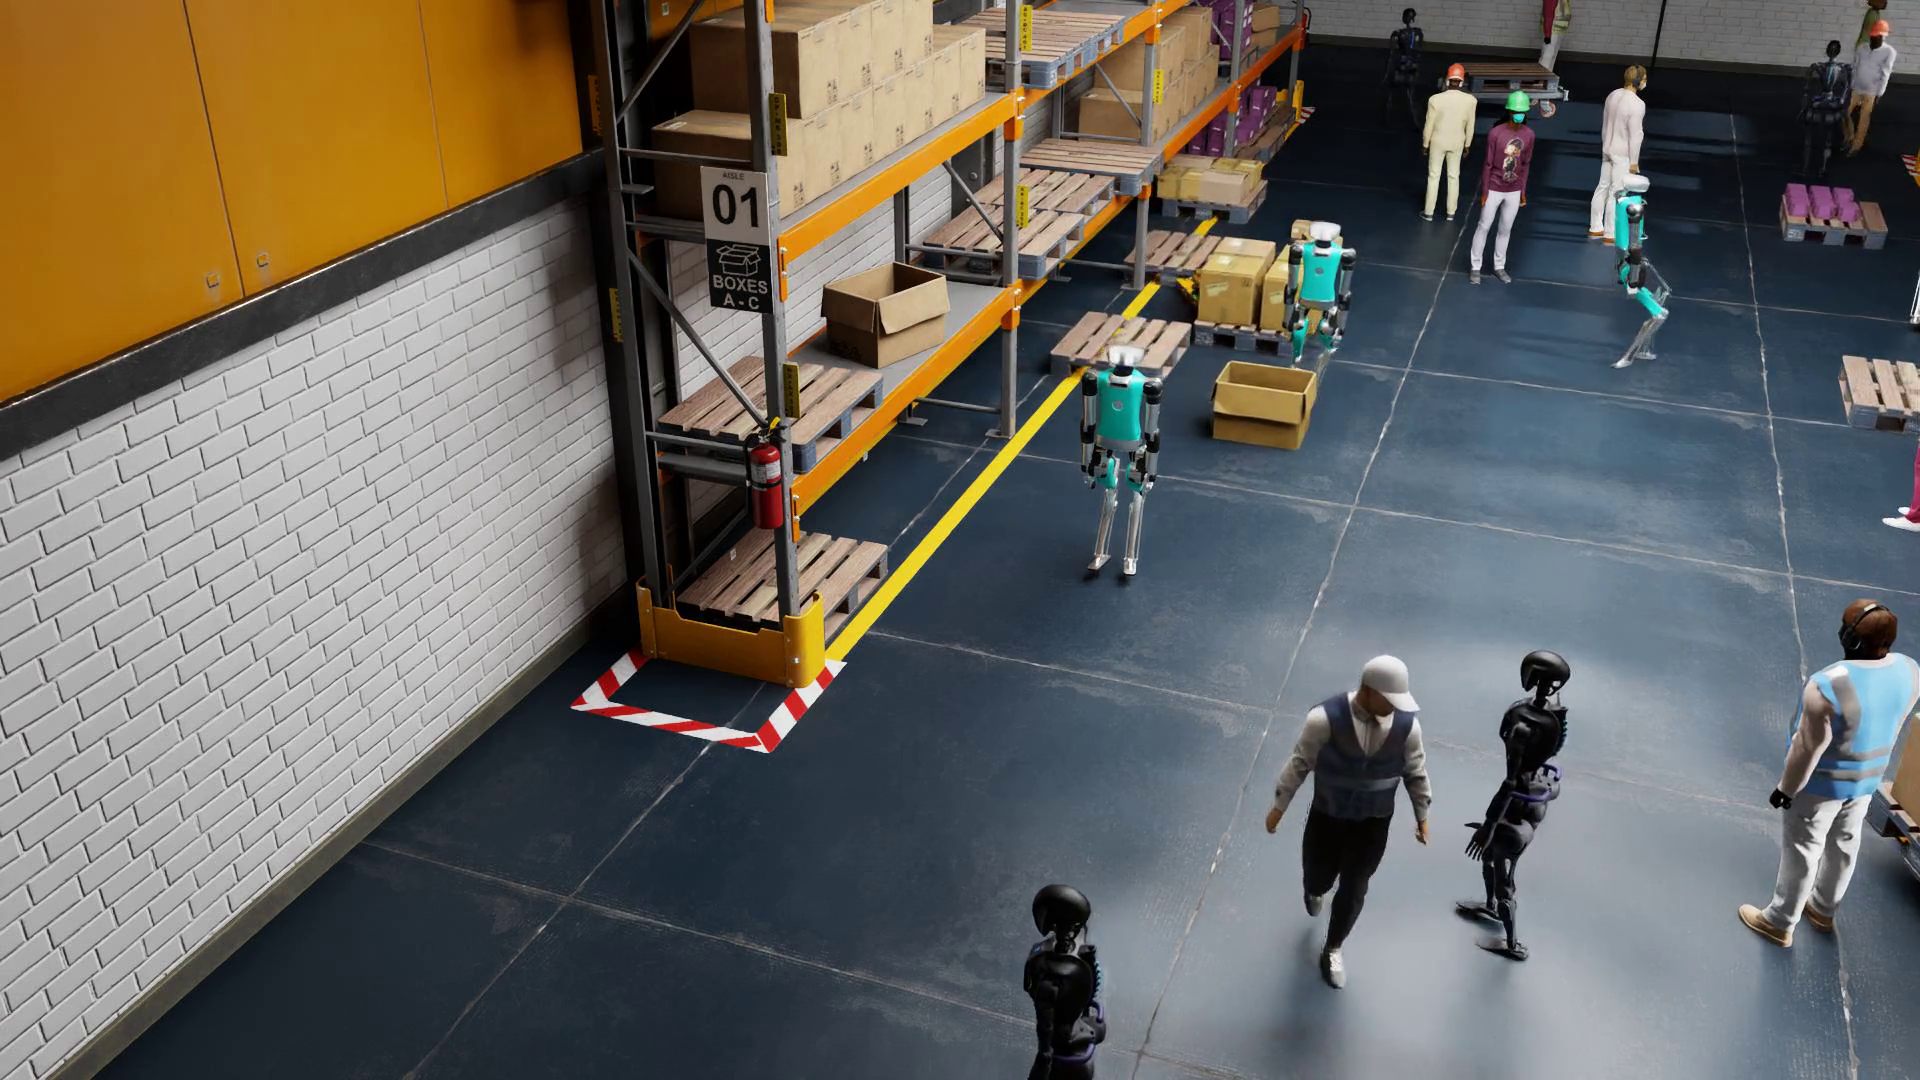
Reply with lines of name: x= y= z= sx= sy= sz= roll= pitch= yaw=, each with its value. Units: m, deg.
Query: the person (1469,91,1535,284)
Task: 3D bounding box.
person: x=5.501 y=-3.571 z=16.844 sx=0.488 sy=1.953 sz=0.418 roll=-2 pitch=27 yaw=-3

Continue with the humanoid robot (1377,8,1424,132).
humanoid robot: x=6.079 y=-6.401 z=22.682 sx=0.590 sy=1.638 sz=0.752 roll=-11 pitch=29 yaw=-21

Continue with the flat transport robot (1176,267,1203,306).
flat transport robot: x=2.953 y=-2.569 z=16.733 sx=1.431 sy=0.231 sz=0.659 roll=-5 pitch=28 yaw=-9

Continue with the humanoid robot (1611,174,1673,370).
humanoid robot: x=6.126 y=-2.349 z=14.691 sx=0.885 sy=1.765 sz=0.592 roll=3 pitch=27 yaw=6

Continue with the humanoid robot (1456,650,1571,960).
humanoid robot: x=2.594 y=1.237 z=7.815 sx=0.420 sy=1.655 sz=0.585 roll=18 pitch=32 yaw=30

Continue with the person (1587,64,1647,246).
person: x=7.151 y=-4.166 z=18.012 sx=0.373 sy=1.940 sz=0.630 roll=-6 pitch=28 yaw=-11

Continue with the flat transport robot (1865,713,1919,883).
flat transport robot: x=5.342 y=1.759 z=8.339 sx=0.659 sy=0.231 sz=1.431 roll=-1 pitch=27 yaw=-1

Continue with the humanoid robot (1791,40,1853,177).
humanoid robot: x=10.694 y=-5.325 z=20.554 sx=0.599 sy=1.639 sz=0.323 roll=13 pitch=30 yaw=23

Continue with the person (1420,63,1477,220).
person: x=5.522 y=-4.516 z=18.889 sx=0.572 sy=1.748 sz=0.342 roll=1 pitch=27 yaw=1

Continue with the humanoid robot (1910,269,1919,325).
humanoid robot: x=9.252 y=-2.830 z=15.497 sx=0.533 sy=1.673 sz=0.735 roll=10 pitch=29 yaw=19

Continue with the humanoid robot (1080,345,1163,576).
humanoid robot: x=1.110 y=-0.592 z=11.147 sx=0.533 sy=1.681 sz=0.735 roll=8 pitch=28 yaw=16

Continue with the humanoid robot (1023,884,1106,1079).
humanoid robot: x=0.446 y=1.987 z=6.361 sx=0.474 sy=1.639 sz=0.589 roll=8 pitch=28 yaw=14

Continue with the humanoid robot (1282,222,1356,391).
humanoid robot: x=2.929 y=-1.821 z=13.690 sx=0.535 sy=1.749 sz=0.885 roll=7 pitch=28 yaw=13

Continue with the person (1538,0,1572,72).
person: x=8.828 y=-7.567 z=24.728 sx=0.430 sy=1.833 sz=0.634 roll=17 pitch=32 yaw=29

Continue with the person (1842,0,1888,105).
person: x=13.145 y=-7.086 z=24.009 sx=0.460 sy=1.614 sz=0.529 roll=8 pitch=28 yaw=15

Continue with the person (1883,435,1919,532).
person: x=6.997 y=-0.837 z=11.892 sx=0.500 sy=1.628 sz=0.287 roll=-23 pitch=35 yaw=-38

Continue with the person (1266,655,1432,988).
person: x=1.801 y=1.244 z=7.746 sx=0.761 sy=1.720 sz=0.536 roll=3 pitch=27 yaw=5

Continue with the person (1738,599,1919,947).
person: x=4.113 y=1.110 z=7.882 sx=0.623 sy=1.844 sz=0.431 roll=-9 pitch=29 yaw=-18

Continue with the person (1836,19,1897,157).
person: x=11.654 y=-5.813 z=21.426 sx=0.378 sy=1.733 sz=0.565 roll=-14 pitch=31 yaw=-26
